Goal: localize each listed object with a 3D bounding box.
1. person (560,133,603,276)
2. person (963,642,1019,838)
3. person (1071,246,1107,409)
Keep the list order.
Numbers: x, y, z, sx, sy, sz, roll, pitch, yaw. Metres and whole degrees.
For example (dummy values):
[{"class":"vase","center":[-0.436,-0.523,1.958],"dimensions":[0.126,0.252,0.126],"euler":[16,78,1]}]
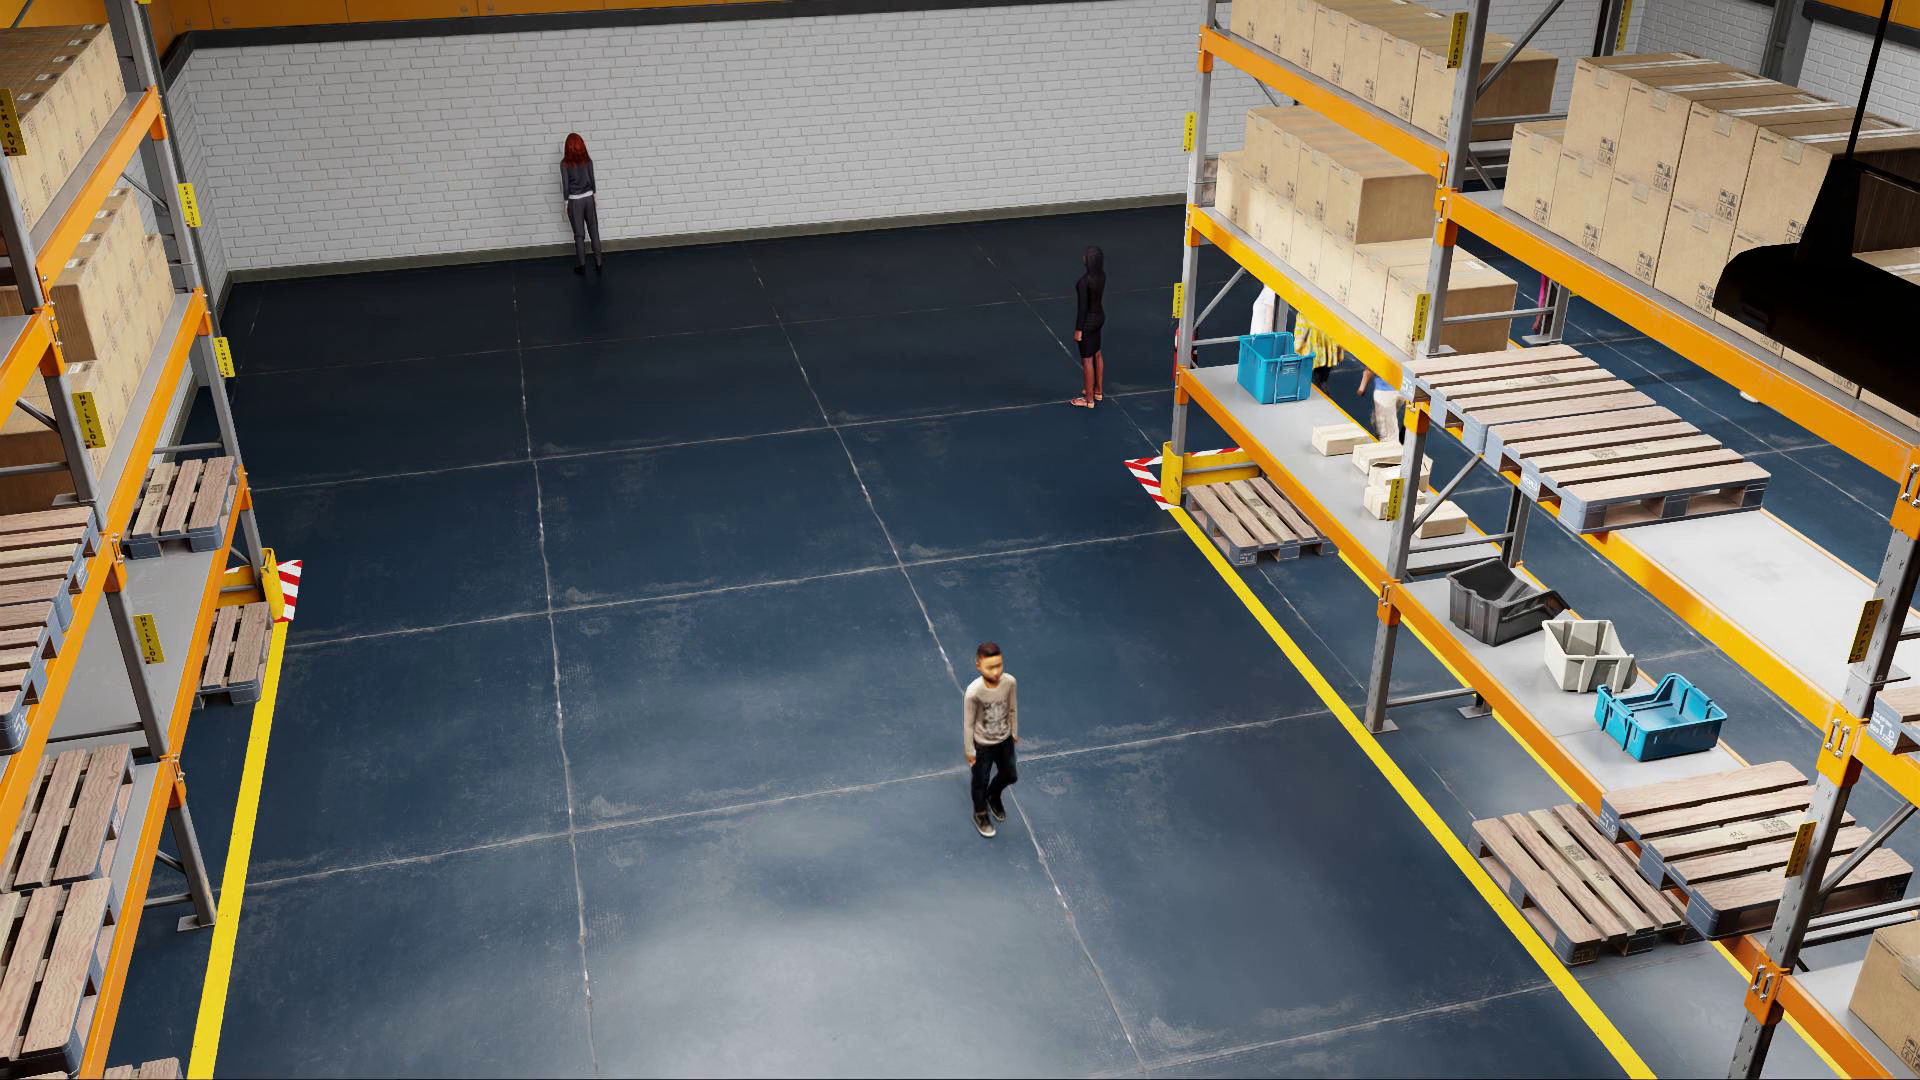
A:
[{"class":"person","center":[-4.727,-4.201,20.752],"dimensions":[0.631,1.780,0.599],"euler":[-17,33,-28]},{"class":"person","center":[0.172,1.282,11.042],"dimensions":[0.618,1.453,0.615],"euler":[-14,32,-24]},{"class":"person","center":[1.335,-2.216,17.176],"dimensions":[0.720,1.720,0.665],"euler":[16,32,27]}]
